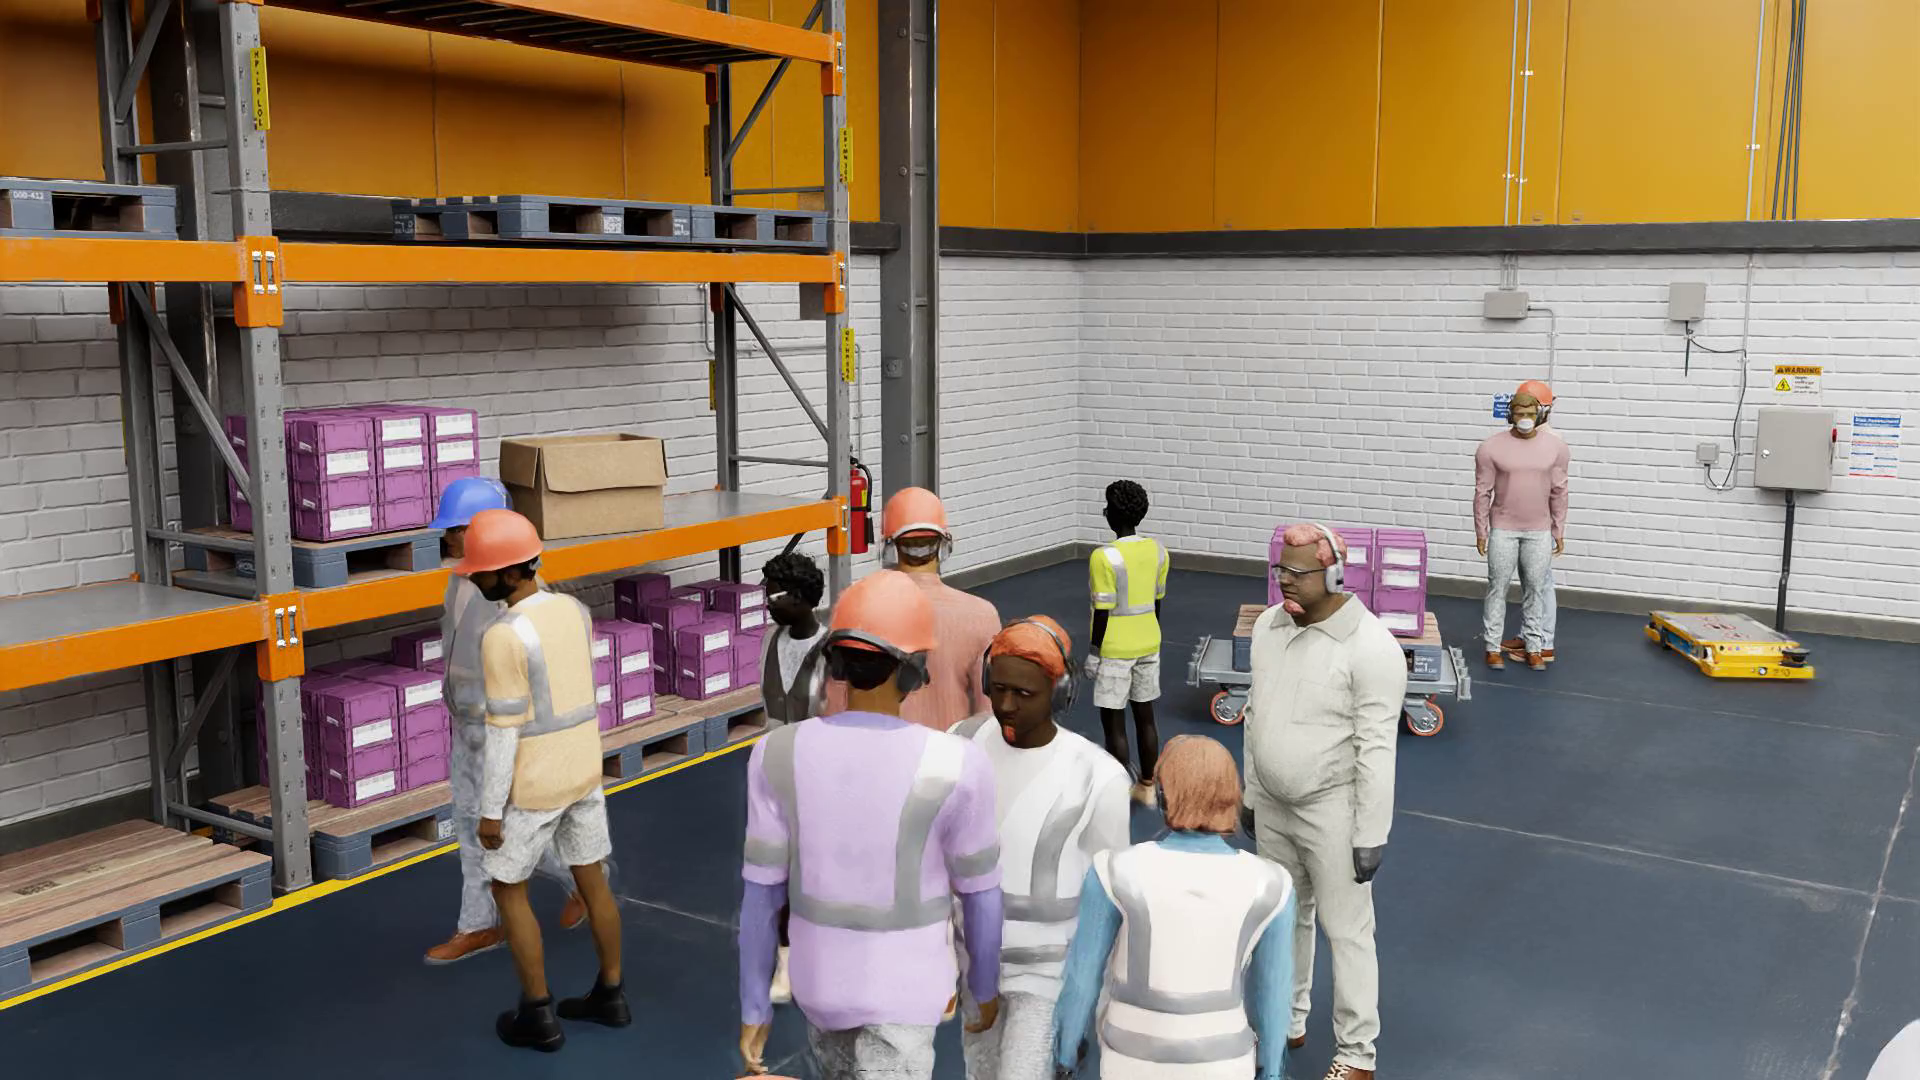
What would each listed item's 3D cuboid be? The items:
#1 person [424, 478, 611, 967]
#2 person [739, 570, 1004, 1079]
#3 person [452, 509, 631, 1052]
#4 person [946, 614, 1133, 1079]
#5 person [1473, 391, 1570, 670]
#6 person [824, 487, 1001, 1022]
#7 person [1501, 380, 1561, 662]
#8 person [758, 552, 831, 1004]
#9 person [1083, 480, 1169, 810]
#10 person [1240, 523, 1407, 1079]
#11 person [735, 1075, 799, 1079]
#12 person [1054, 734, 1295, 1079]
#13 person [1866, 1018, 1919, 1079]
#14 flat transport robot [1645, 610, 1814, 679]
[{"bbox_3d":[-1.784,0.704,6.534,0.630,1.932,0.611,-7,11,-40],"label":"person"},{"bbox_3d":[-0.210,1.060,4.014,0.607,1.981,1.092,3,9,20],"label":"person"},{"bbox_3d":[-1.460,0.832,5.766,0.458,1.913,0.557,4,10,24],"label":"person"},{"bbox_3d":[0.153,1.089,4.222,0.605,1.855,0.833,8,12,42],"label":"person"},{"bbox_3d":[3.857,-0.060,11.472,0.625,1.933,0.371,1,9,8],"label":"person"},{"bbox_3d":[-0.149,0.811,5.711,0.648,1.964,0.829,-1,9,-6],"label":"person"},{"bbox_3d":[4.052,-0.136,11.786,0.406,1.985,0.619,0,9,3],"label":"person"},{"bbox_3d":[-0.592,0.888,6.154,0.516,1.664,0.640,4,10,26],"label":"person"},{"bbox_3d":[0.816,0.545,8.290,0.541,1.696,0.315,-9,12,-44],"label":"person"},{"bbox_3d":[1.148,0.881,5.473,0.395,1.899,0.642,-6,10,-32],"label":"person"},{"bbox_3d":[-0.161,1.427,1.420,0.370,2.048,0.607,-6,11,-36],"label":"person"},{"bbox_3d":[0.506,1.269,3.820,0.558,1.615,0.628,-1,9,-4],"label":"person"},{"bbox_3d":[1.275,1.334,2.226,0.594,1.999,0.828,5,10,30],"label":"person"},{"bbox_3d":[5.405,0.722,11.752,0.652,0.197,1.431,1,9,5],"label":"flat transport robot"}]
